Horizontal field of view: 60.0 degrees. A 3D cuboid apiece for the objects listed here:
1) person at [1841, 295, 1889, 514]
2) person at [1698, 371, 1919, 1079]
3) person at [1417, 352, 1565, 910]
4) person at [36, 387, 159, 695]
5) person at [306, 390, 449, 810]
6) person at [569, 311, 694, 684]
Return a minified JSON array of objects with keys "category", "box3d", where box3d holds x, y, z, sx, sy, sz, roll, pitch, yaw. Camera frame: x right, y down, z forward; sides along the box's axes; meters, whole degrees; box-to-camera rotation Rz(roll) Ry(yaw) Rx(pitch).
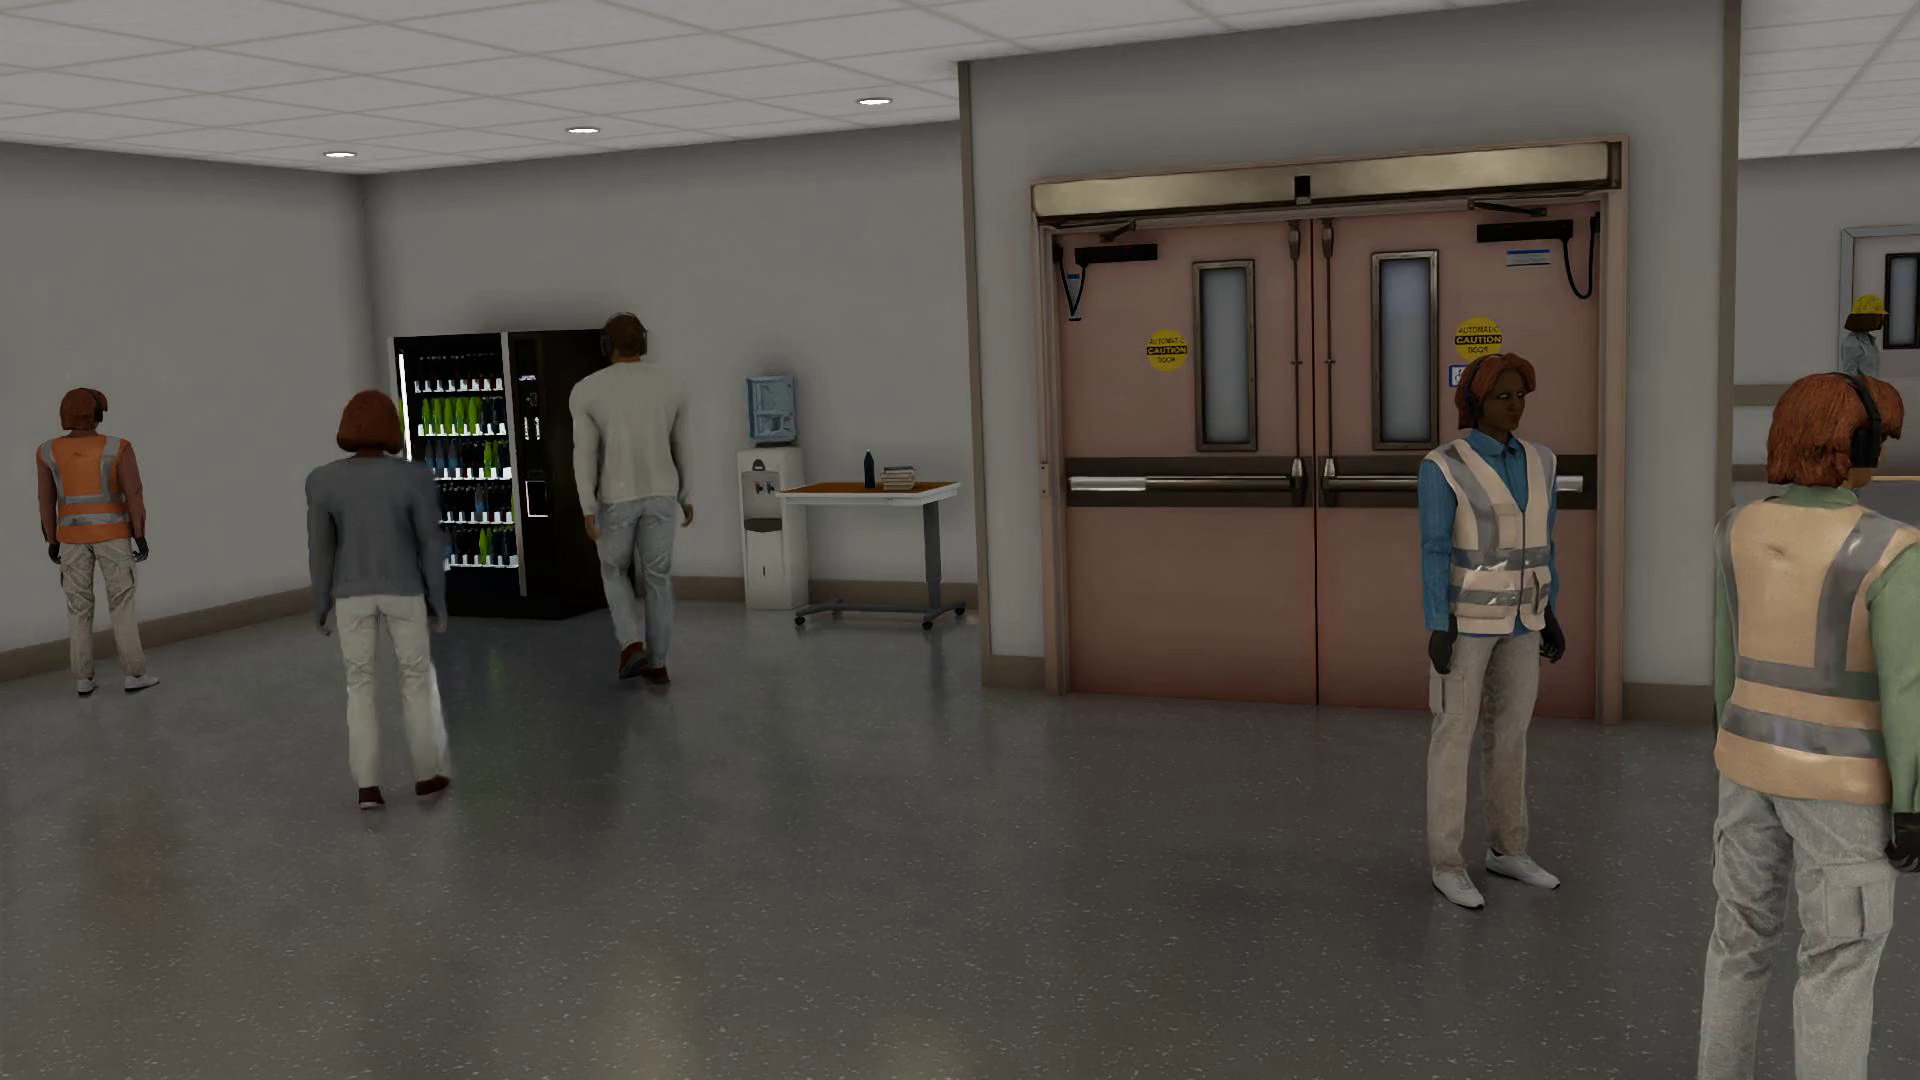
[{"category":"person","box3d":[6.979,-1.023,12.872,0.483,1.735,0.340,-9,10,-43]},{"category":"person","box3d":[1.683,0.487,3.290,0.318,1.630,0.514,-5,8,-19]},{"category":"person","box3d":[1.595,0.262,4.998,0.511,1.641,0.309,-6,8,-26]},{"category":"person","box3d":[-4.602,0.010,8.862,0.525,1.639,0.307,-3,7,-7]},{"category":"person","box3d":[-2.257,0.243,6.477,0.517,1.637,0.444,-3,7,-8]},{"category":"person","box3d":[-1.656,-0.201,8.526,0.629,1.928,0.433,-5,8,-20]}]
